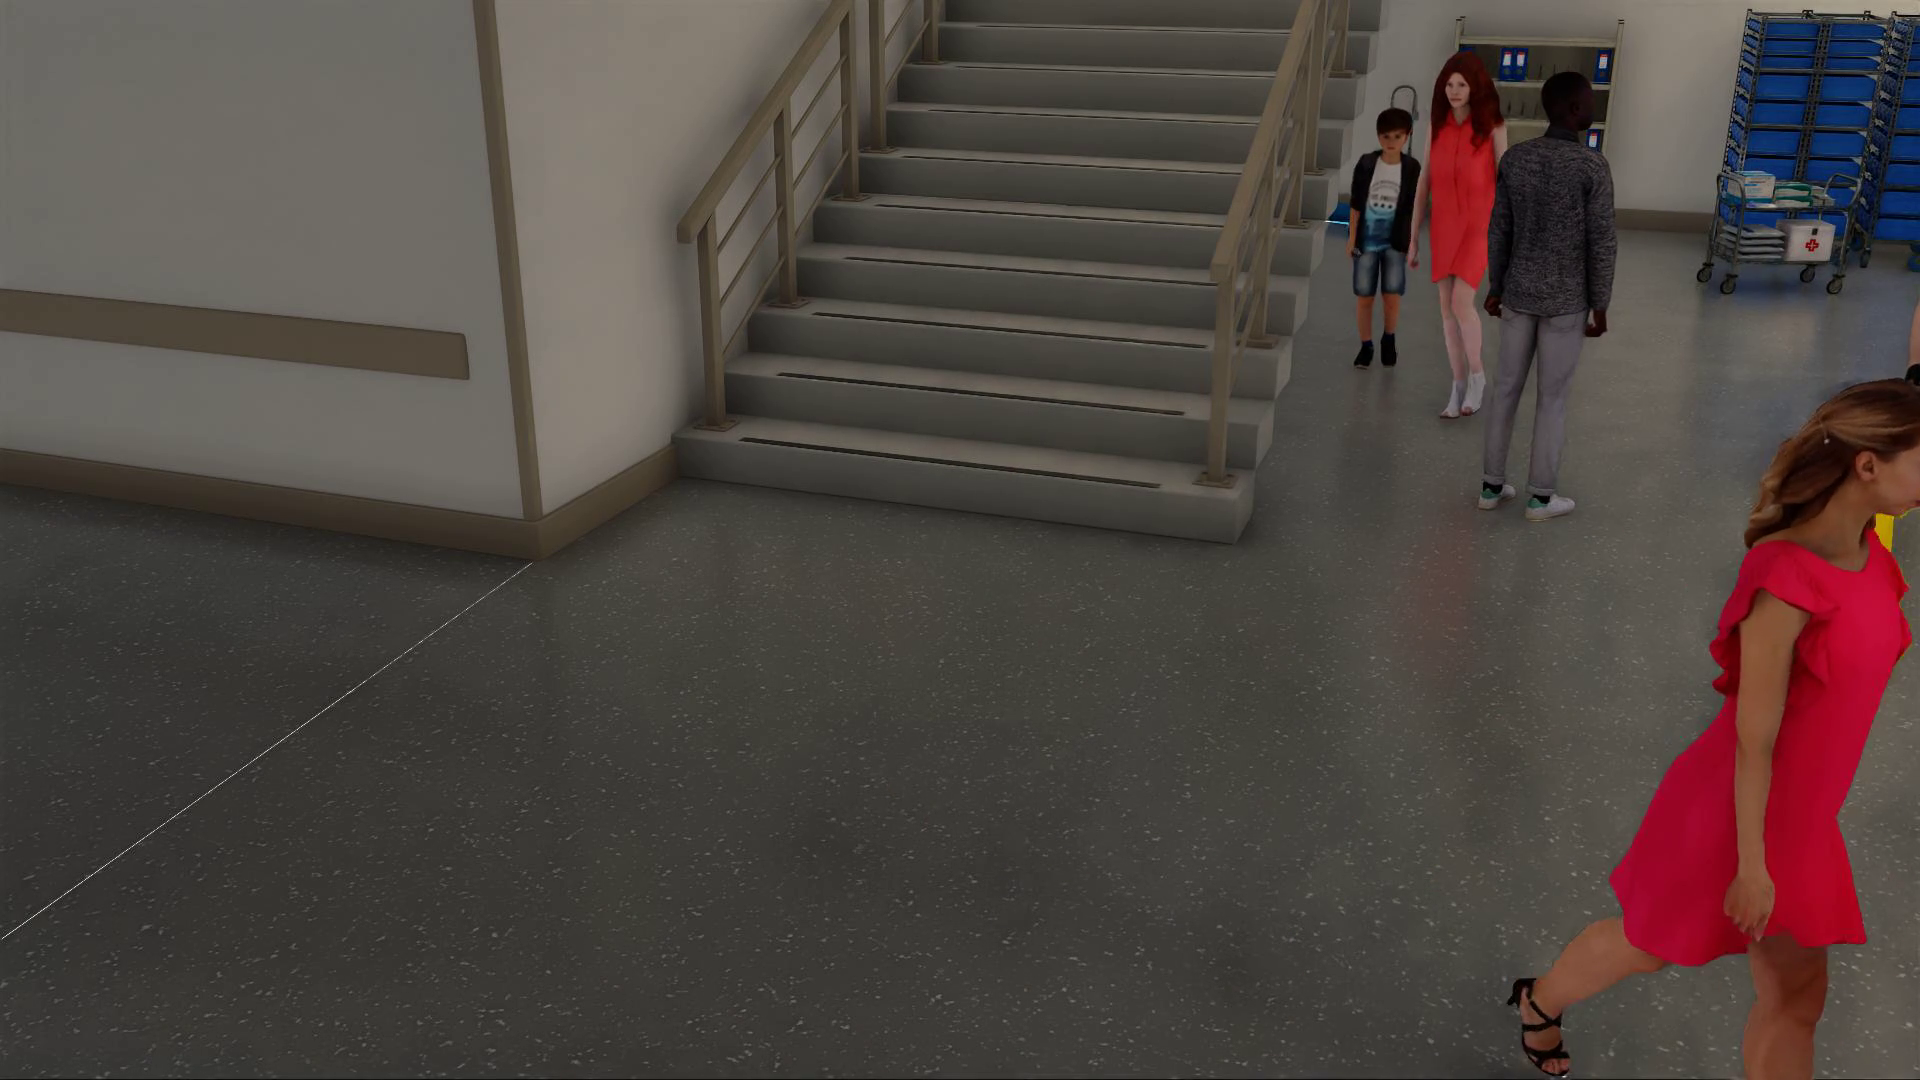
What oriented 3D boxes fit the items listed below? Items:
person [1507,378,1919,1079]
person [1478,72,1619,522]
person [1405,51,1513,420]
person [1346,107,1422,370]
[{"bbox_3d":[1.400,0.509,3.156,1.031,1.679,1.042,-12,24,-28],"label":"person"},{"bbox_3d":[2.423,-1.002,6.923,0.720,1.838,0.765,-19,28,-41],"label":"person"},{"bbox_3d":[2.530,-1.484,8.246,0.731,1.801,0.743,17,27,38],"label":"person"},{"bbox_3d":[2.349,-1.670,9.252,0.528,1.436,0.528,8,22,19],"label":"person"}]
